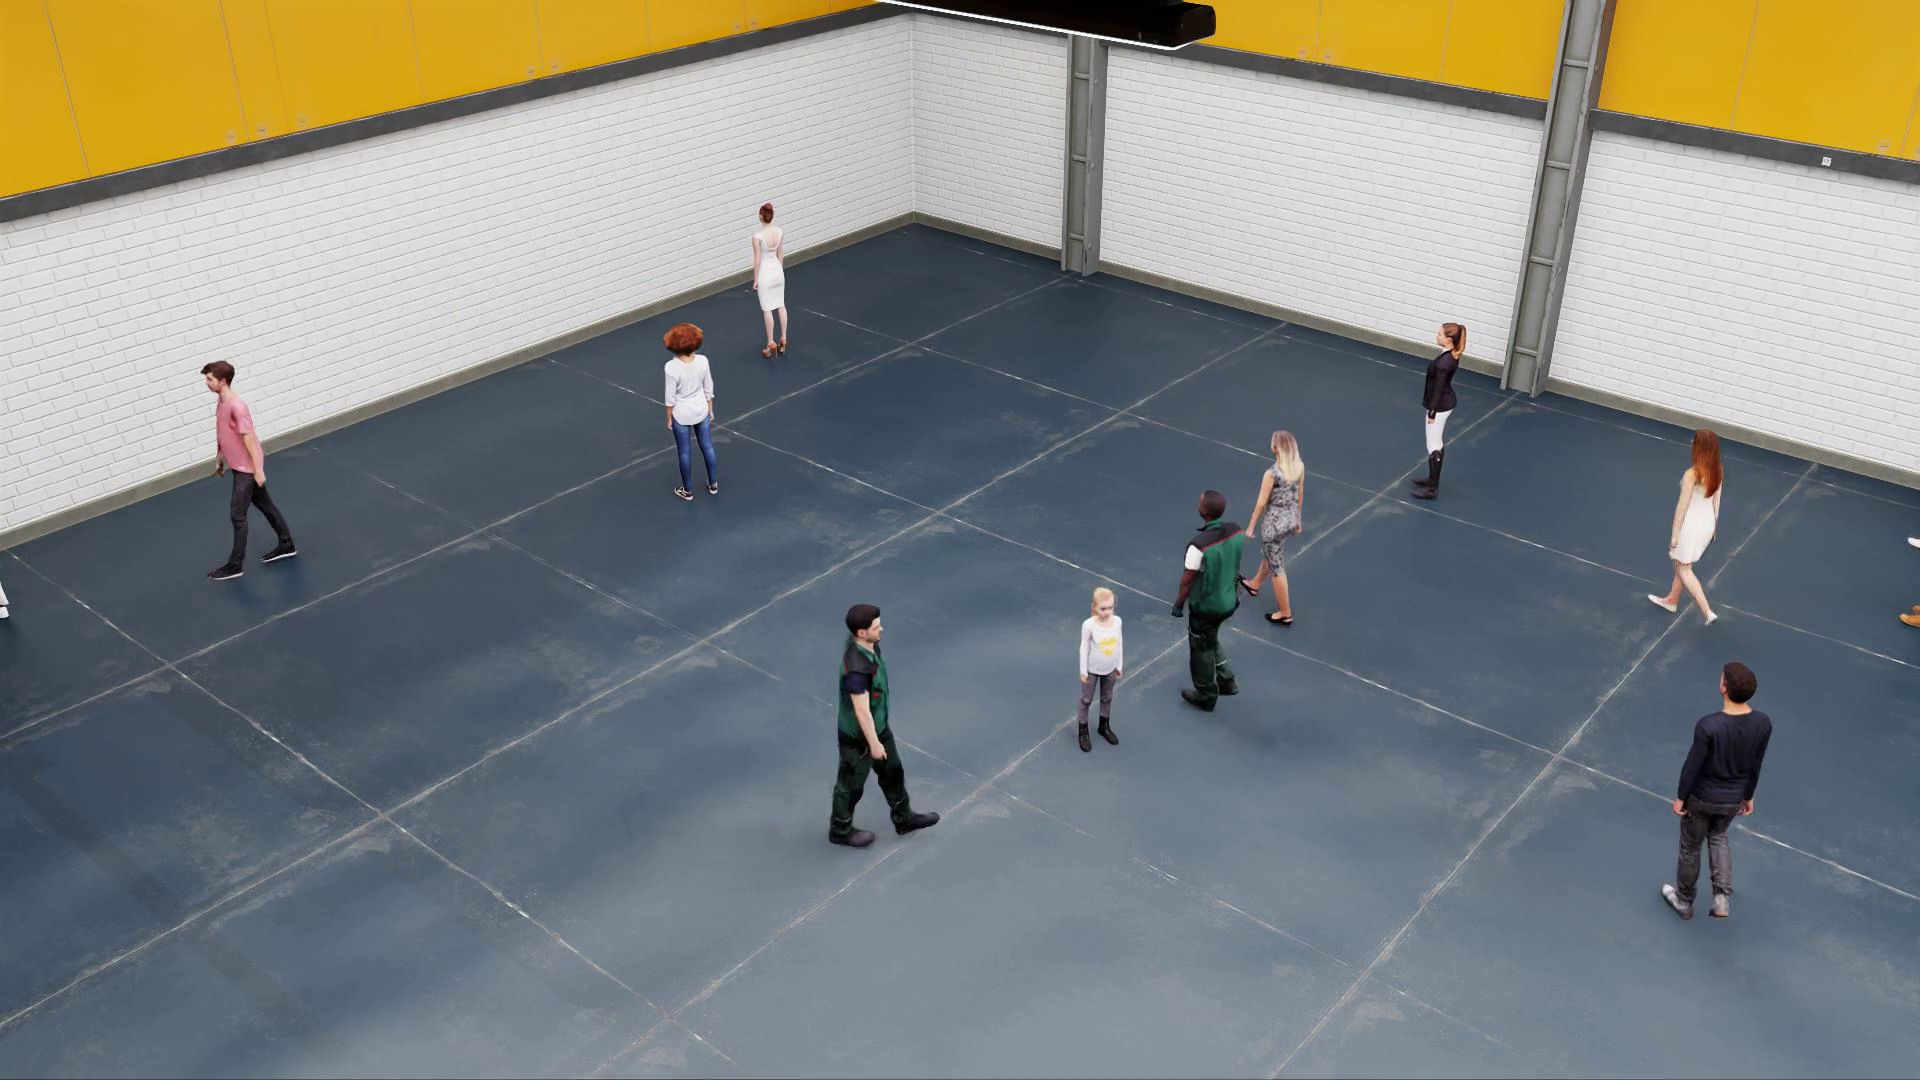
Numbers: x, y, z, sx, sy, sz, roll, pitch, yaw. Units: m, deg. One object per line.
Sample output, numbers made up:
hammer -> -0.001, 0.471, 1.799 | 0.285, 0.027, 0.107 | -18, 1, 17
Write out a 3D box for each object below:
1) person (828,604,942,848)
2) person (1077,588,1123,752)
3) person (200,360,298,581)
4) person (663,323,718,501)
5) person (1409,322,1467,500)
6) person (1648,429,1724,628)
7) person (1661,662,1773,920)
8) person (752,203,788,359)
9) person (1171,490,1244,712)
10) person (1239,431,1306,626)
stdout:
person -> -0.727, 1.237, 10.909 | 1.146, 1.875, 1.049 | 1, 29, 2
person -> 1.017, 0.917, 12.117 | 0.574, 1.279, 0.610 | -10, 30, -18
person -> -6.048, -0.651, 14.313 | 0.826, 1.929, 1.016 | -22, 35, -34
person -> -2.521, -1.208, 15.563 | 0.726, 1.710, 0.724 | -14, 32, -24
person -> 4.484, -1.223, 15.570 | 0.616, 1.728, 0.608 | 12, 31, 21
person -> 6.008, -0.046, 13.464 | 0.860, 1.681, 1.080 | -11, 30, -19
person -> 4.685, 1.630, 10.208 | 0.873, 1.855, 0.933 | -2, 29, -4
person -> -2.117, -2.909, 18.594 | 0.593, 1.793, 0.507 | -24, 37, -37
person -> 1.908, 0.509, 12.295 | 0.704, 1.824, 0.719 | -23, 36, -36
person -> 2.636, -0.061, 13.496 | 0.745, 1.676, 1.017 | -18, 34, -30
